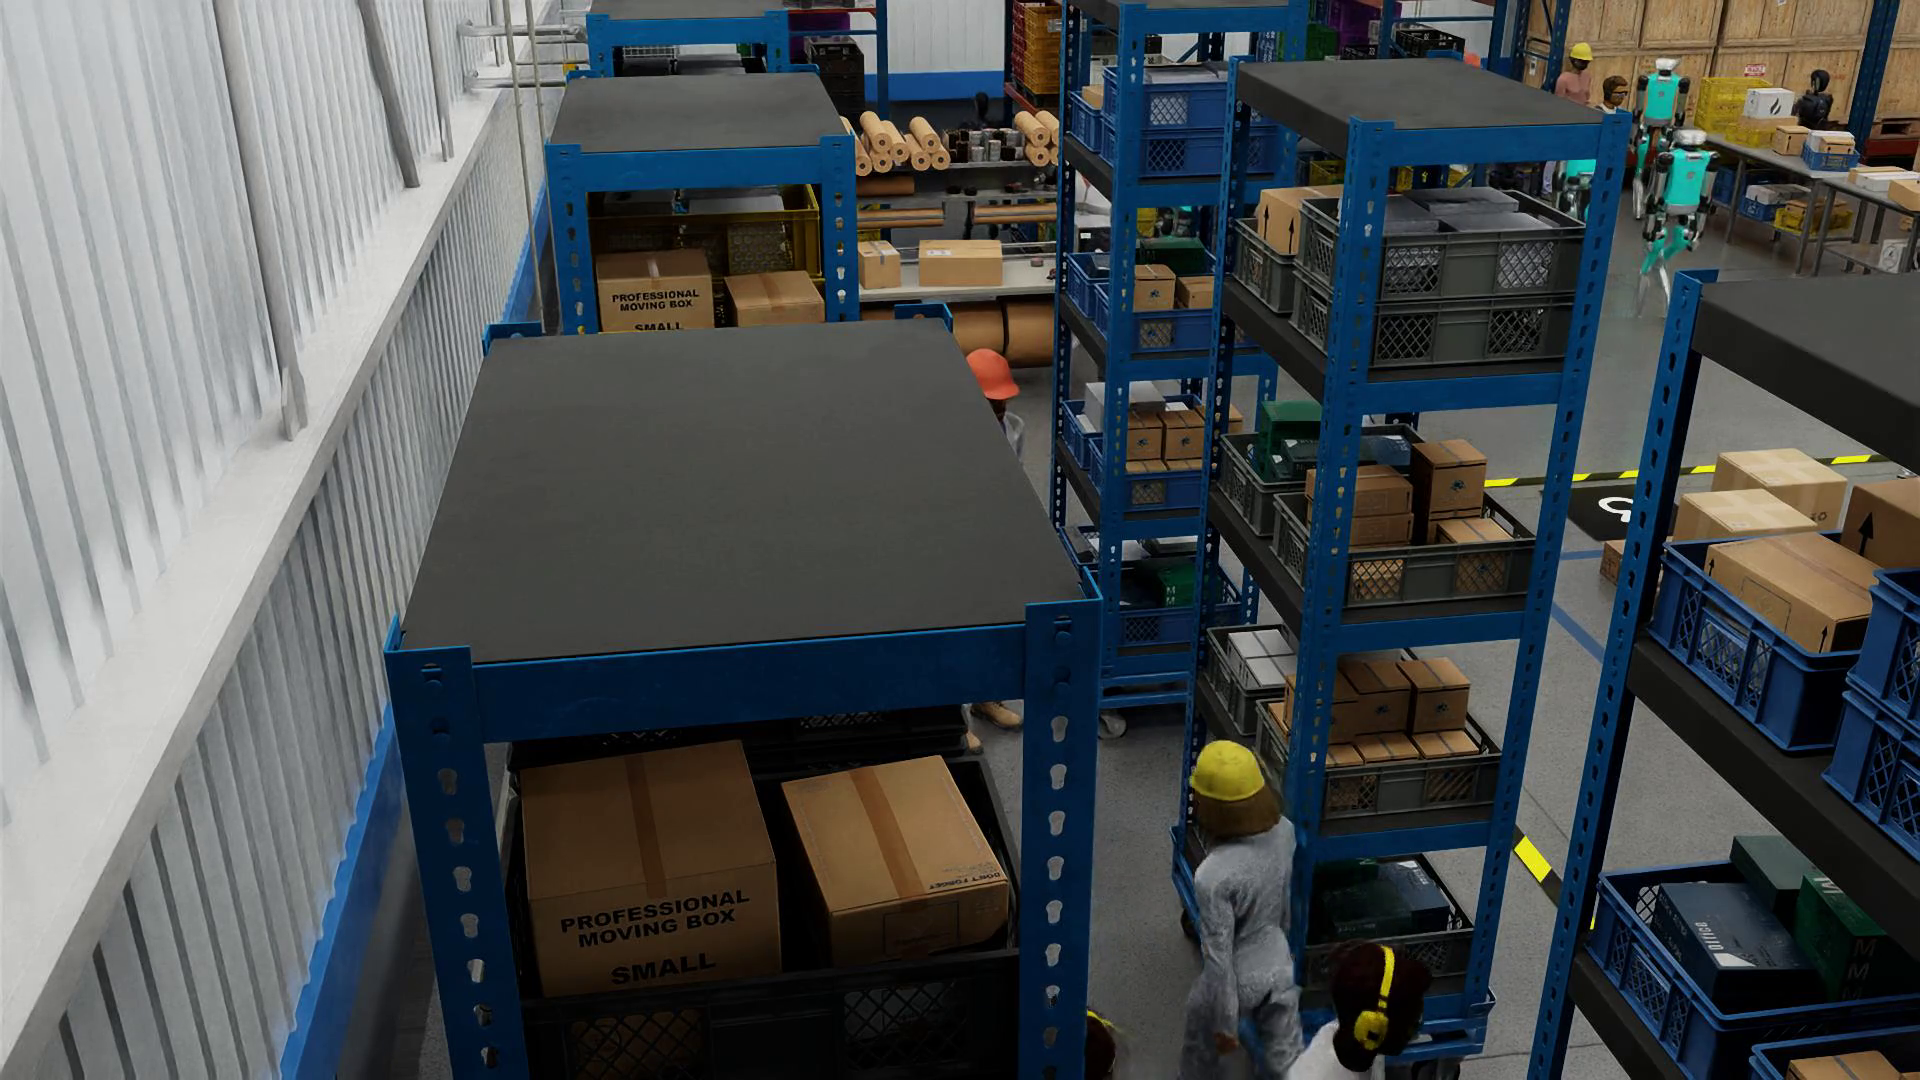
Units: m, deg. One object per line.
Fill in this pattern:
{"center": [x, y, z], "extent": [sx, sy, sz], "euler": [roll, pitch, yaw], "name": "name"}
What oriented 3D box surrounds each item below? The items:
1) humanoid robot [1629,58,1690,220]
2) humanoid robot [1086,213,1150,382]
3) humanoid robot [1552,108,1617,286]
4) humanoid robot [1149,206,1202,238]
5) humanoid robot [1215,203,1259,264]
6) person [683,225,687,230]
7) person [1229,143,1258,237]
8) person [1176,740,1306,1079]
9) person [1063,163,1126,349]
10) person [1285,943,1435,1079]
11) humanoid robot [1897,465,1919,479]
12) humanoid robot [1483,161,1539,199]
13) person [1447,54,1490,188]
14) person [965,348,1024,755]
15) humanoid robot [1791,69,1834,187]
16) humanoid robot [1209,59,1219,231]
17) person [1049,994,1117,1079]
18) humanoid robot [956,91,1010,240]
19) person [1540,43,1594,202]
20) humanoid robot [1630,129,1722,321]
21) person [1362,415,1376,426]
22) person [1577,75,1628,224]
{"center": [7.613, -4.416, 18.219], "extent": [0.531, 1.771, 1.025], "euler": [10, 27, 21], "name": "humanoid robot"}
{"center": [1.184, -1.753, 12.470], "extent": [0.593, 1.628, 0.688], "euler": [0, 25, 0], "name": "humanoid robot"}
{"center": [5.600, -2.926, 14.921], "extent": [0.563, 1.795, 0.779], "euler": [0, 25, 1], "name": "humanoid robot"}
{"center": [1.698, -2.460, 13.872], "extent": [0.669, 1.772, 0.543], "euler": [-16, 29, -30], "name": "humanoid robot"}
{"center": [2.472, -2.565, 14.212], "extent": [0.593, 1.627, 0.567], "euler": [14, 28, 28], "name": "humanoid robot"}
{"center": [-2.514, -3.384, 15.811], "extent": [0.584, 1.817, 0.445], "euler": [-2, 25, -4], "name": "person"}
{"center": [2.783, -3.795, 16.699], "extent": [0.636, 1.810, 0.769], "euler": [-11, 27, -23], "name": "person"}
{"center": [0.981, 1.446, 5.453], "extent": [0.509, 1.688, 0.881], "euler": [-19, 31, -35], "name": "person"}
{"center": [1.106, -2.492, 13.747], "extent": [0.593, 1.916, 0.382], "euler": [15, 29, 30], "name": "person"}
{"center": [0.939, 1.850, 4.393], "extent": [0.441, 1.841, 0.566], "euler": [15, 29, 30], "name": "person"}
{"center": [6.431, -1.145, 10.874], "extent": [0.735, 1.673, 0.533], "euler": [-11, 27, -22], "name": "humanoid robot"}
{"center": [5.194, -3.297, 15.777], "extent": [0.588, 1.657, 0.337], "euler": [4, 25, 8], "name": "humanoid robot"}
{"center": [5.181, -4.072, 17.226], "extent": [0.540, 1.885, 1.016], "euler": [-9, 26, -18], "name": "person"}
{"center": [0.108, 0.052, 8.065], "extent": [0.376, 2.045, 0.605], "euler": [23, 33, 40], "name": "person"}
{"center": [8.954, -4.179, 17.697], "extent": [0.608, 1.647, 0.403], "euler": [-10, 26, -20], "name": "humanoid robot"}
{"center": [2.599, -4.148, 17.621], "extent": [0.535, 1.807, 0.786], "euler": [6, 25, 12], "name": "humanoid robot"}
{"center": [0.271, 1.958, 4.192], "extent": [0.528, 1.819, 0.943], "euler": [-20, 31, -37], "name": "person"}
{"center": [0.222, -3.647, 16.585], "extent": [0.589, 1.635, 0.727], "euler": [-5, 25, -11], "name": "humanoid robot"}
{"center": [6.862, -4.686, 18.703], "extent": [0.525, 1.759, 0.336], "euler": [-14, 28, -27], "name": "person"}
{"center": [6.103, -2.669, 14.437], "extent": [0.535, 1.868, 0.780], "euler": [0, 25, 0], "name": "humanoid robot"}
{"center": [1.790, 0.191, 7.994], "extent": [0.587, 1.848, 0.395], "euler": [0, 25, 0], "name": "person"}
{"center": [6.252, -3.620, 16.298], "extent": [0.336, 1.838, 0.505], "euler": [22, 33, 40], "name": "person"}
